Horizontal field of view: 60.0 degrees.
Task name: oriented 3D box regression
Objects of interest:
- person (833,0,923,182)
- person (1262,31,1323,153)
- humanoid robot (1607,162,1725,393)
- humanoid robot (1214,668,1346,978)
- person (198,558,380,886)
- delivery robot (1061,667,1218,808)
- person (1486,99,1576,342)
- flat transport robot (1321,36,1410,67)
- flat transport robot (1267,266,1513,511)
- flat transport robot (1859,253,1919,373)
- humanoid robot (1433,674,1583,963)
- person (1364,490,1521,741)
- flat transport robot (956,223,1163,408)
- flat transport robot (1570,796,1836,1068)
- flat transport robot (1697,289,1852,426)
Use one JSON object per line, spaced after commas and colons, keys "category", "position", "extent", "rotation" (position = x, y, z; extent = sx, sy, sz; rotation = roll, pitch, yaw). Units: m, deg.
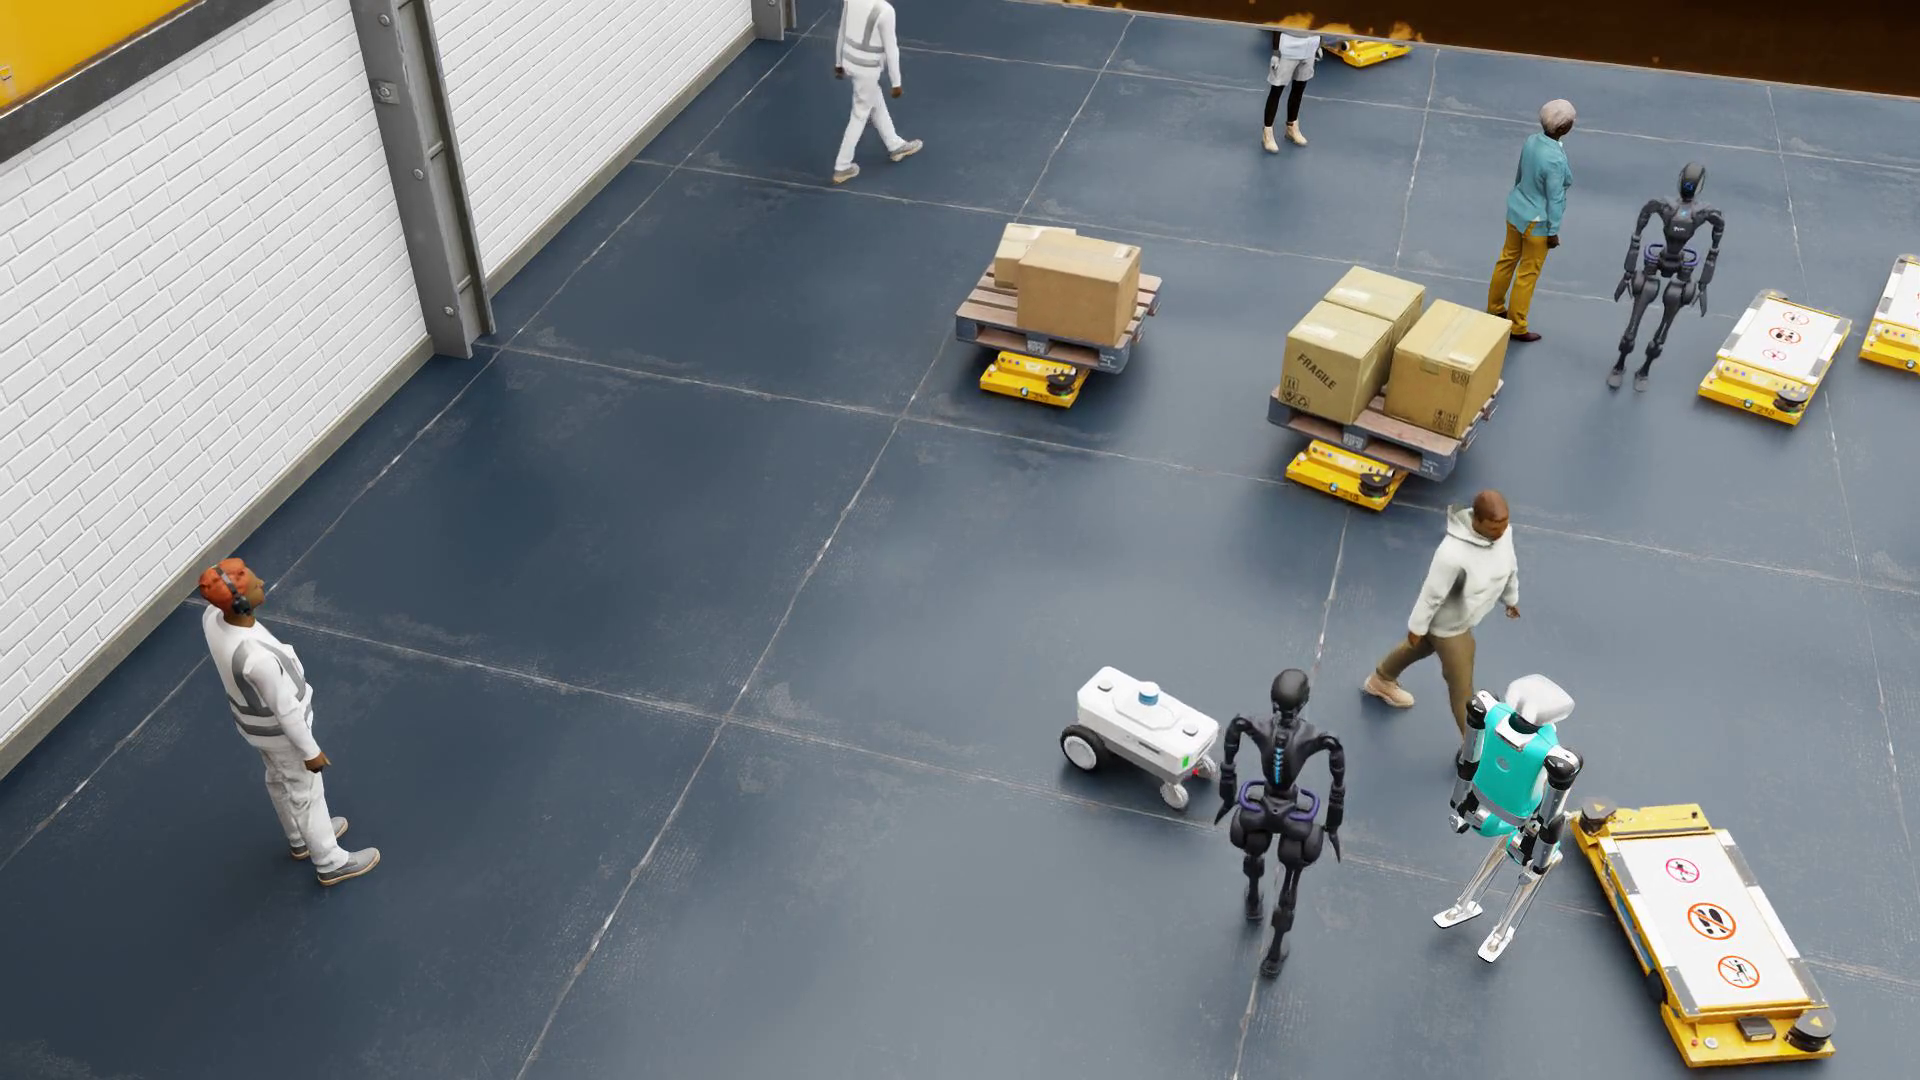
{"category": "person", "position": [-0.693, -3.839, 13.522], "extent": [0.922, 1.834, 0.596], "rotation": [-24, 45, -27]}
{"category": "person", "position": [2.826, -4.103, 13.971], "extent": [0.535, 1.690, 0.322], "rotation": [-16, 42, -19]}
{"category": "humanoid robot", "position": [4.693, -1.726, 11.031], "extent": [0.589, 1.654, 0.324], "rotation": [15, 41, 18]}
{"category": "humanoid robot", "position": [1.424, 1.218, 7.373], "extent": [0.589, 1.635, 0.511], "rotation": [13, 41, 15]}
{"category": "person", "position": [-3.123, 0.846, 7.665], "extent": [0.356, 1.883, 0.574], "rotation": [-32, 49, -33]}
{"category": "delivery robot", "position": [0.936, 0.977, 8.573], "extent": [0.807, 0.609, 0.499], "rotation": [26, 46, 29]}
{"category": "person", "position": [4.005, -2.222, 11.581], "extent": [0.340, 1.758, 0.523], "rotation": [-9, 40, -11]}
{"category": "flat transport robot", "position": [3.651, -4.998, 16.221], "extent": [0.659, 0.231, 1.431], "rotation": [-22, 44, -25]}
{"category": "flat transport robot", "position": [2.742, -0.719, 10.899], "extent": [0.659, 0.231, 1.431], "rotation": [23, 44, 26]}
{"category": "flat transport robot", "position": [6.994, -1.619, 12.018], "extent": [0.659, 0.231, 1.431], "rotation": [22, 44, 25]}
{"category": "humanoid robot", "position": [2.495, 1.160, 7.283], "extent": [0.735, 1.677, 0.533], "rotation": [-25, 45, -28]}
{"category": "person", "position": [2.501, 0.378, 8.388], "extent": [0.570, 1.708, 0.917], "rotation": [-30, 47, -32]}
{"category": "flat transport robot", "position": [0.695, -1.441, 11.796], "extent": [0.659, 0.231, 1.431], "rotation": [14, 41, 17]}
{"category": "flat transport robot", "position": [3.443, 1.787, 7.782], "extent": [0.659, 0.231, 1.431], "rotation": [-3, 39, -4]}
{"category": "flat transport robot", "position": [5.718, -1.299, 11.620], "extent": [0.659, 0.231, 1.431], "rotation": [24, 45, 27]}
